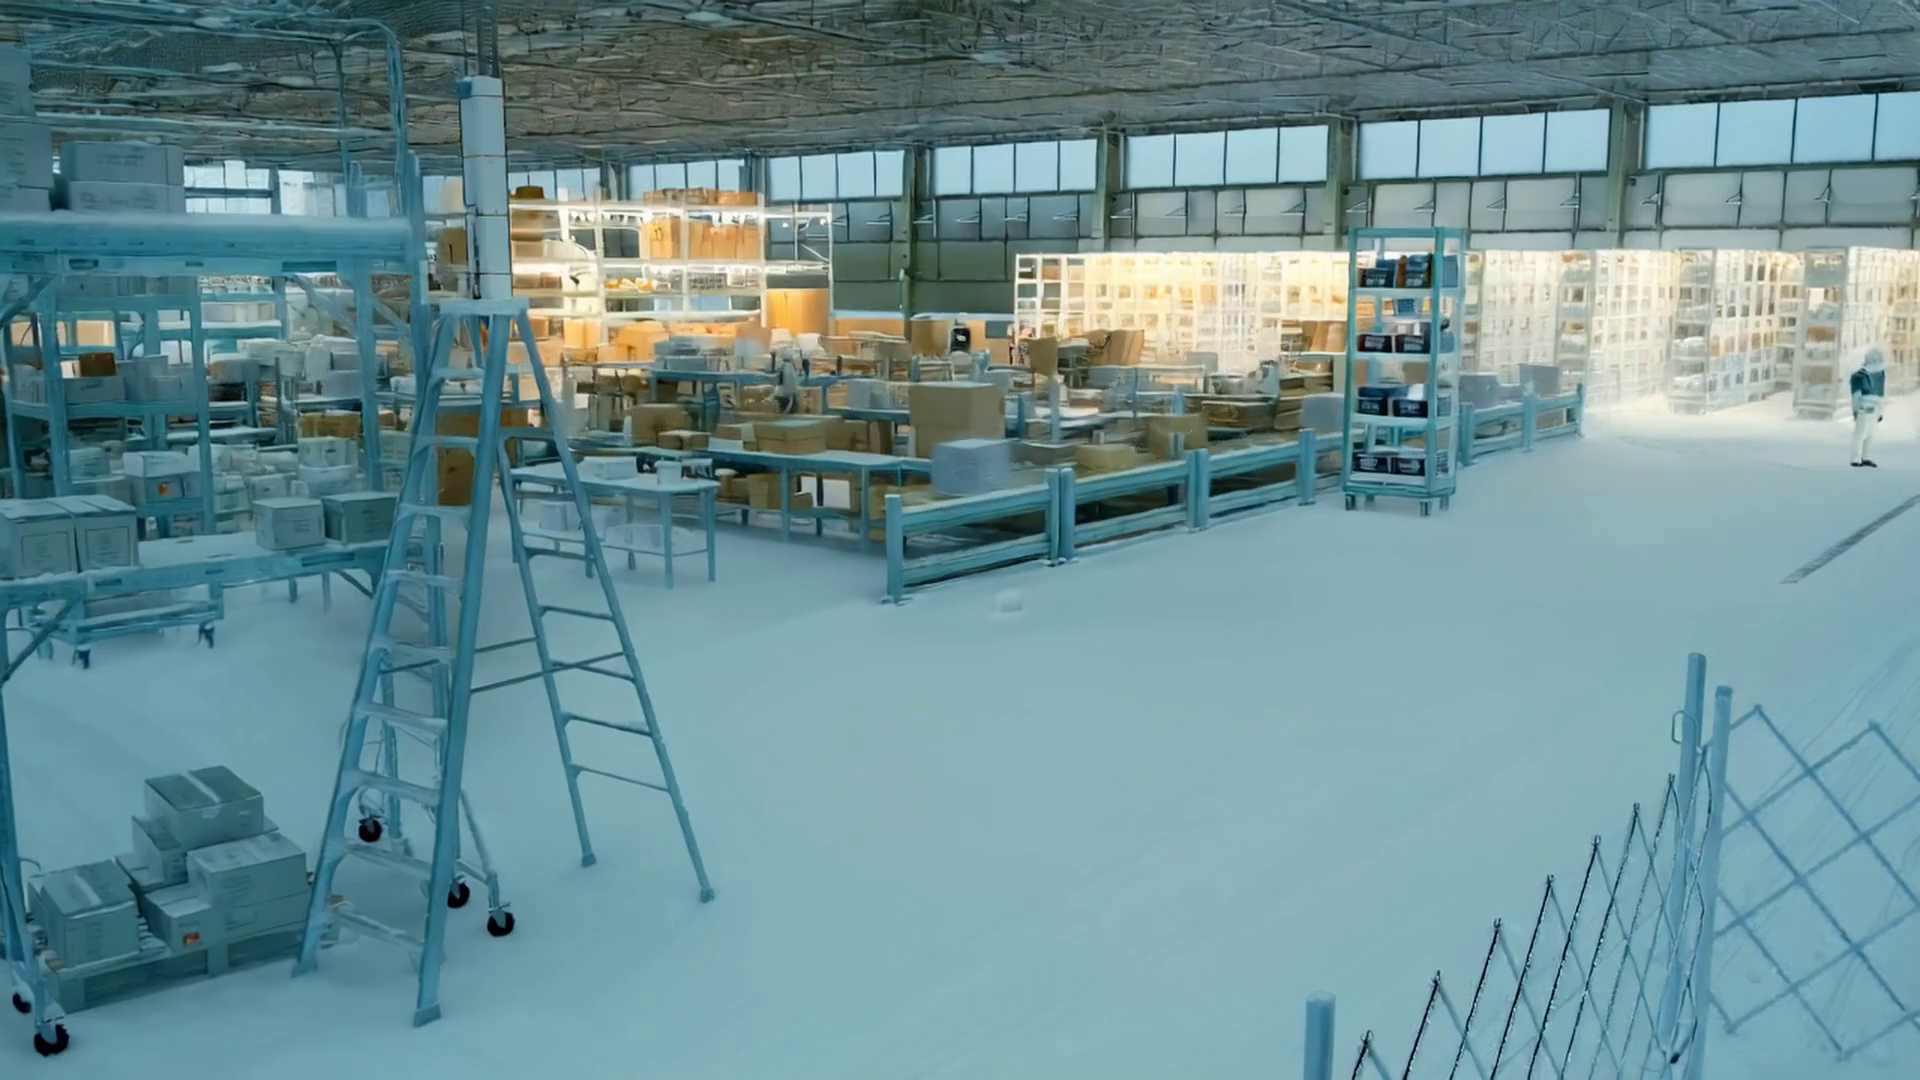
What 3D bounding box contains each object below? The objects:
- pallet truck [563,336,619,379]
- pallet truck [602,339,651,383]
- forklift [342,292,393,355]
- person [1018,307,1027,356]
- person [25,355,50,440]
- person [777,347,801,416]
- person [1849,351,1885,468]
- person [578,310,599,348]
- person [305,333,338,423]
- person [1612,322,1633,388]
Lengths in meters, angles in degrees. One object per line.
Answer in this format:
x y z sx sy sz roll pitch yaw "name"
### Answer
-10.690 -5.294 48.215 1.601 1.201 0.680 -5 10 -26 "pallet truck"
-8.991 -4.871 45.351 0.653 1.274 1.630 7 11 37 "pallet truck"
-16.485 -5.622 45.120 1.129 2.768 1.873 7 11 37 "forklift"
2.008 -6.541 53.672 0.659 1.974 0.632 3 9 16 "person"
-15.894 -2.345 28.469 0.539 1.660 0.851 8 12 40 "person"
-2.980 -2.573 29.666 0.877 1.717 0.547 -4 10 -25 "person"
14.185 -2.030 25.968 0.602 1.828 0.404 -3 10 -20 "person"
-11.297 -6.030 50.641 0.624 1.932 0.372 -1 9 -4 "person"
-12.946 -3.274 33.757 0.588 1.822 0.403 1 9 4 "person"
17.537 -4.884 43.936 0.576 1.790 1.007 -9 13 -43 "person"
